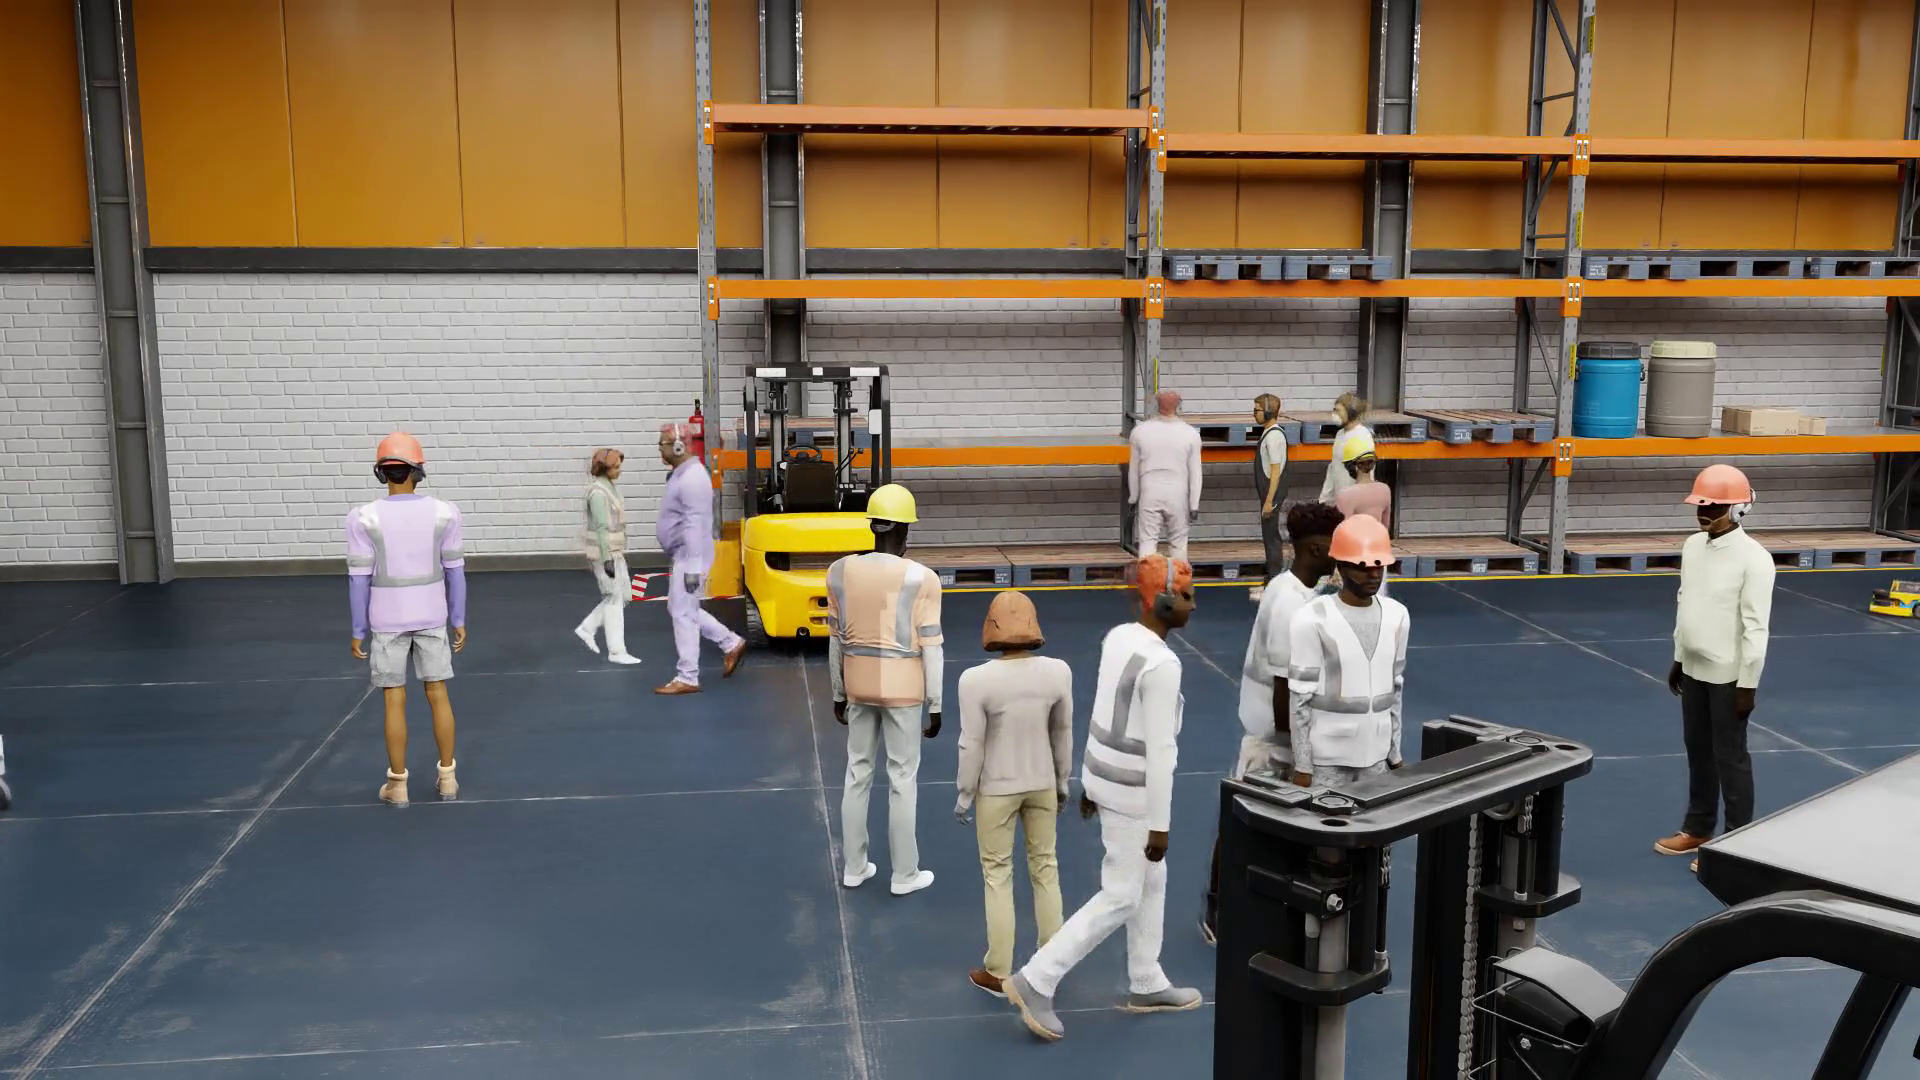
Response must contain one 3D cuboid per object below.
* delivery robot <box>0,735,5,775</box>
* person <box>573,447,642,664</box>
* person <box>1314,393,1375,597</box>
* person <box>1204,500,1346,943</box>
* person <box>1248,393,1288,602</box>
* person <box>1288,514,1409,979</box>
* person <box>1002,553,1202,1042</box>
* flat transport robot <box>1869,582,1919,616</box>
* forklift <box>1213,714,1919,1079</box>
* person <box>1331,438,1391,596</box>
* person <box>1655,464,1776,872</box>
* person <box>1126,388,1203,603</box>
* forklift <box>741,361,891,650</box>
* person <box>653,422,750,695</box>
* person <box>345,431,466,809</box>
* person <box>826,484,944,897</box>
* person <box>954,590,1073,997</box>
[{"bbox_3d":[-5.504,1.140,8.937,0.707,0.478,0.477,4,10,22],"label":"delivery robot"},{"bbox_3d":[-2.615,0.115,12.285,0.456,1.627,0.516,0,9,3],"label":"person"},{"bbox_3d":[3.149,-0.284,13.937,0.981,1.891,0.650,0,9,1],"label":"person"},{"bbox_3d":[1.405,0.790,7.211,0.690,1.923,0.653,2,9,14],"label":"person"},{"bbox_3d":[2.723,-0.372,14.656,0.327,1.842,0.517,2,9,11],"label":"person"},{"bbox_3d":[1.579,0.853,6.717,0.545,1.939,0.373,-3,10,-21],"label":"person"},{"bbox_3d":[0.559,0.964,6.320,0.787,1.850,0.588,-2,9,-10],"label":"person"},{"bbox_3d":[8.448,0.530,13.919,1.431,0.197,0.652,5,11,31],"label":"flat transport robot"},{"bbox_3d":[1.441,1.425,2.350,1.214,2.155,2.313,-7,12,-39],"label":"forklift"},{"bbox_3d":[2.763,0.173,11.530,0.524,1.759,0.337,-7,11,-37],"label":"person"},{"bbox_3d":[3.637,0.621,8.039,0.406,1.988,0.618,-2,9,-10],"label":"person"},{"bbox_3d":[1.781,-0.371,14.565,0.673,1.931,0.493,2,9,14],"label":"person"},{"bbox_3d":[-1.154,-0.340,13.365,1.214,2.155,2.313,-1,9,-7],"label":"forklift"},{"bbox_3d":[-1.803,0.126,11.439,0.585,1.888,0.643,-2,9,-13],"label":"person"},{"bbox_3d":[-3.000,0.430,9.035,0.616,2.039,0.379,-5,10,-30],"label":"person"},{"bbox_3d":[-0.337,0.698,7.750,0.585,1.922,0.391,4,10,22],"label":"person"},{"bbox_3d":[0.216,1.011,6.681,0.506,1.631,0.277,-4,10,-23],"label":"person"}]
